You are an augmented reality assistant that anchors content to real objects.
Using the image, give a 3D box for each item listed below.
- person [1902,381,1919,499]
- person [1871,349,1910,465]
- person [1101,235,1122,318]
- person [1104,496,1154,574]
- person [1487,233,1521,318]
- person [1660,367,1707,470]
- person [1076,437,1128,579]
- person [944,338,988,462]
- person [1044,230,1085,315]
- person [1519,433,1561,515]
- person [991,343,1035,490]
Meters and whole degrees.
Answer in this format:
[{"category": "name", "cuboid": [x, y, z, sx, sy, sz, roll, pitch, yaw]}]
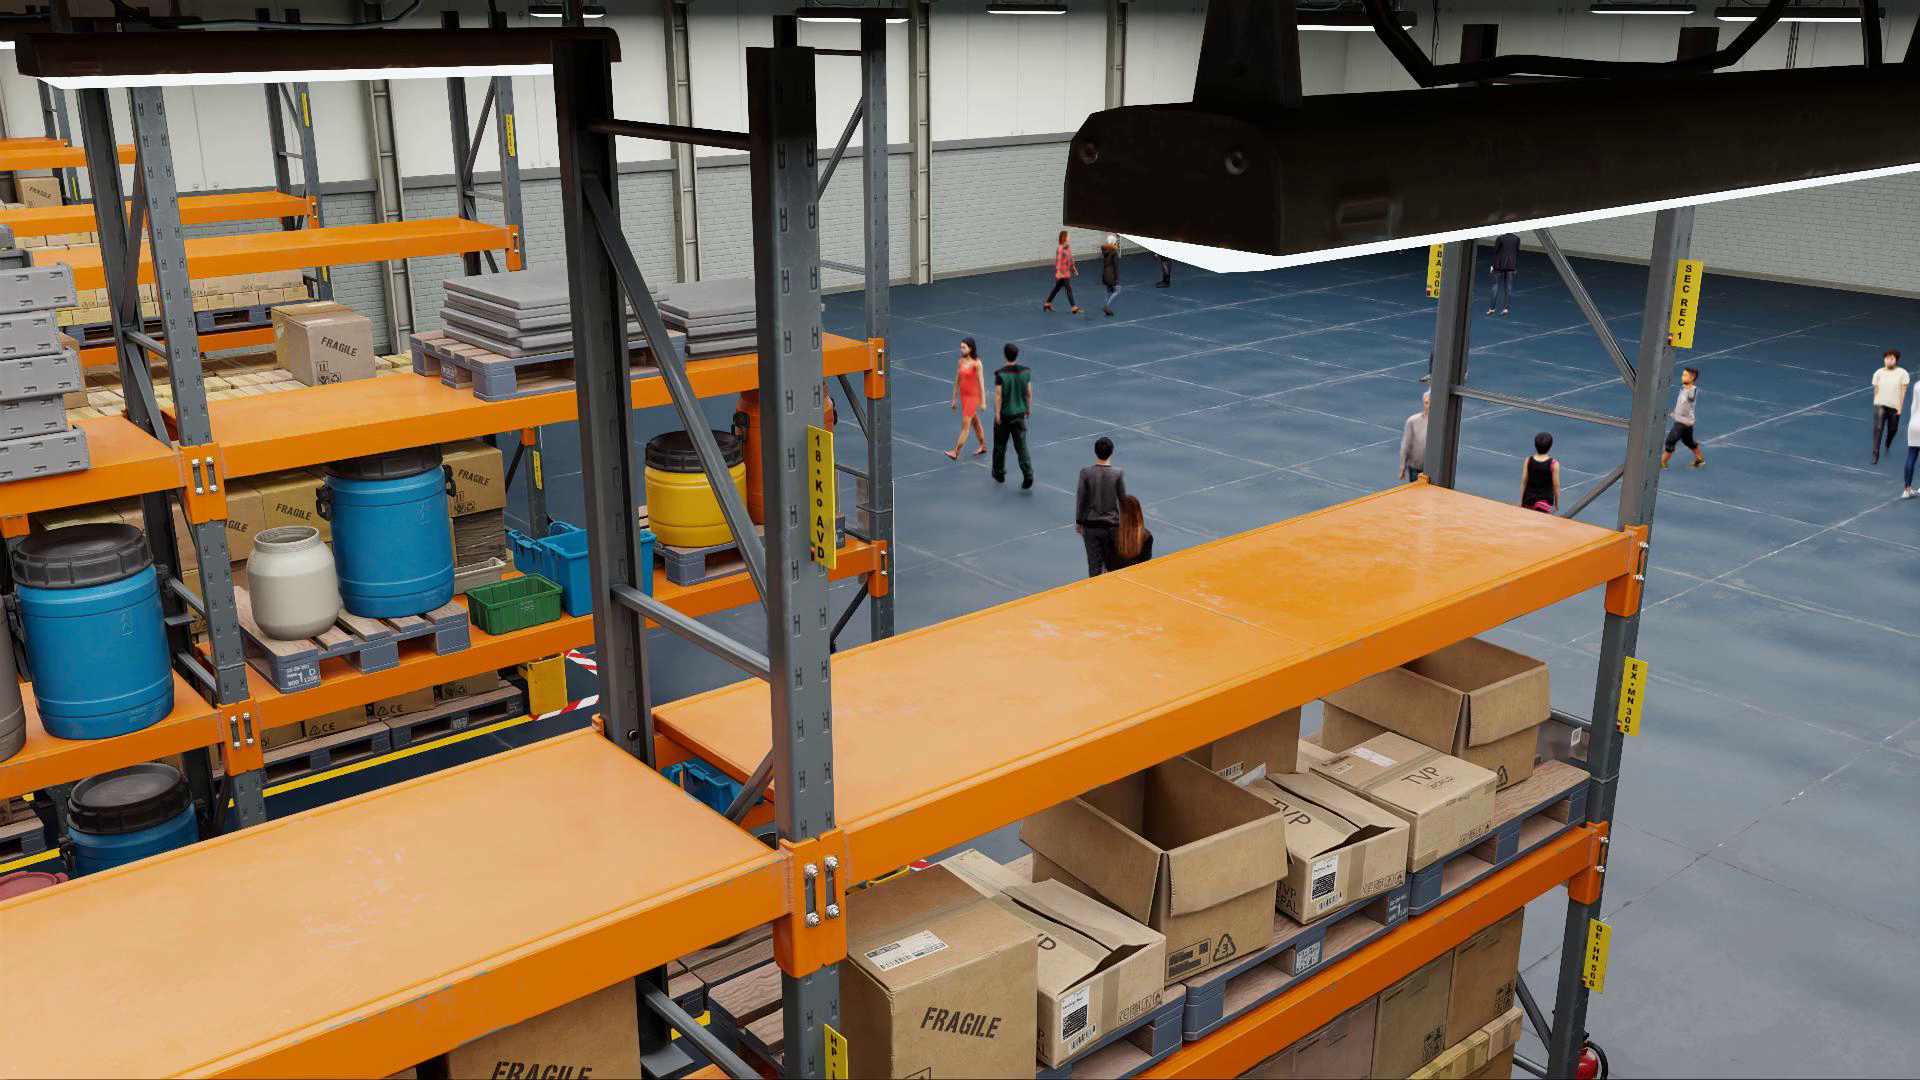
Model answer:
[{"category": "person", "cuboid": [12.173, -1.382, 21.075, 0.675, 1.761, 0.611, -14, 23, -37]}, {"category": "person", "cuboid": [12.700, -1.830, 22.761, 0.756, 1.568, 0.974, 11, 21, 31]}, {"category": "person", "cuboid": [2.957, -5.240, 33.140, 0.687, 1.625, 0.686, -10, 20, -27]}, {"category": "person", "cuboid": [1.558, 0.460, 15.533, 0.979, 1.690, 1.086, 4, 18, 11]}, {"category": "person", "cuboid": [9.857, -4.964, 30.214, 0.822, 1.781, 0.788, 2, 18, 6]}, {"category": "person", "cuboid": [9.880, -1.678, 22.533, 1.080, 1.421, 0.957, -1, 18, -3]}, {"category": "person", "cuboid": [1.457, -0.138, 17.140, 0.798, 1.831, 0.877, 0, 18, -2]}, {"category": "person", "cuboid": [0.197, -1.924, 22.890, 0.656, 1.668, 1.130, 17, 25, 42]}, {"category": "person", "cuboid": [1.999, -5.361, 33.456, 0.996, 1.660, 1.138, 8, 20, 24]}, {"category": "person", "cuboid": [6.398, -0.405, 18.473, 0.689, 1.514, 1.083, 14, 22, 36]}, {"category": "person", "cuboid": [0.705, -1.574, 21.489, 1.212, 1.869, 0.976, -8, 20, -22]}]
